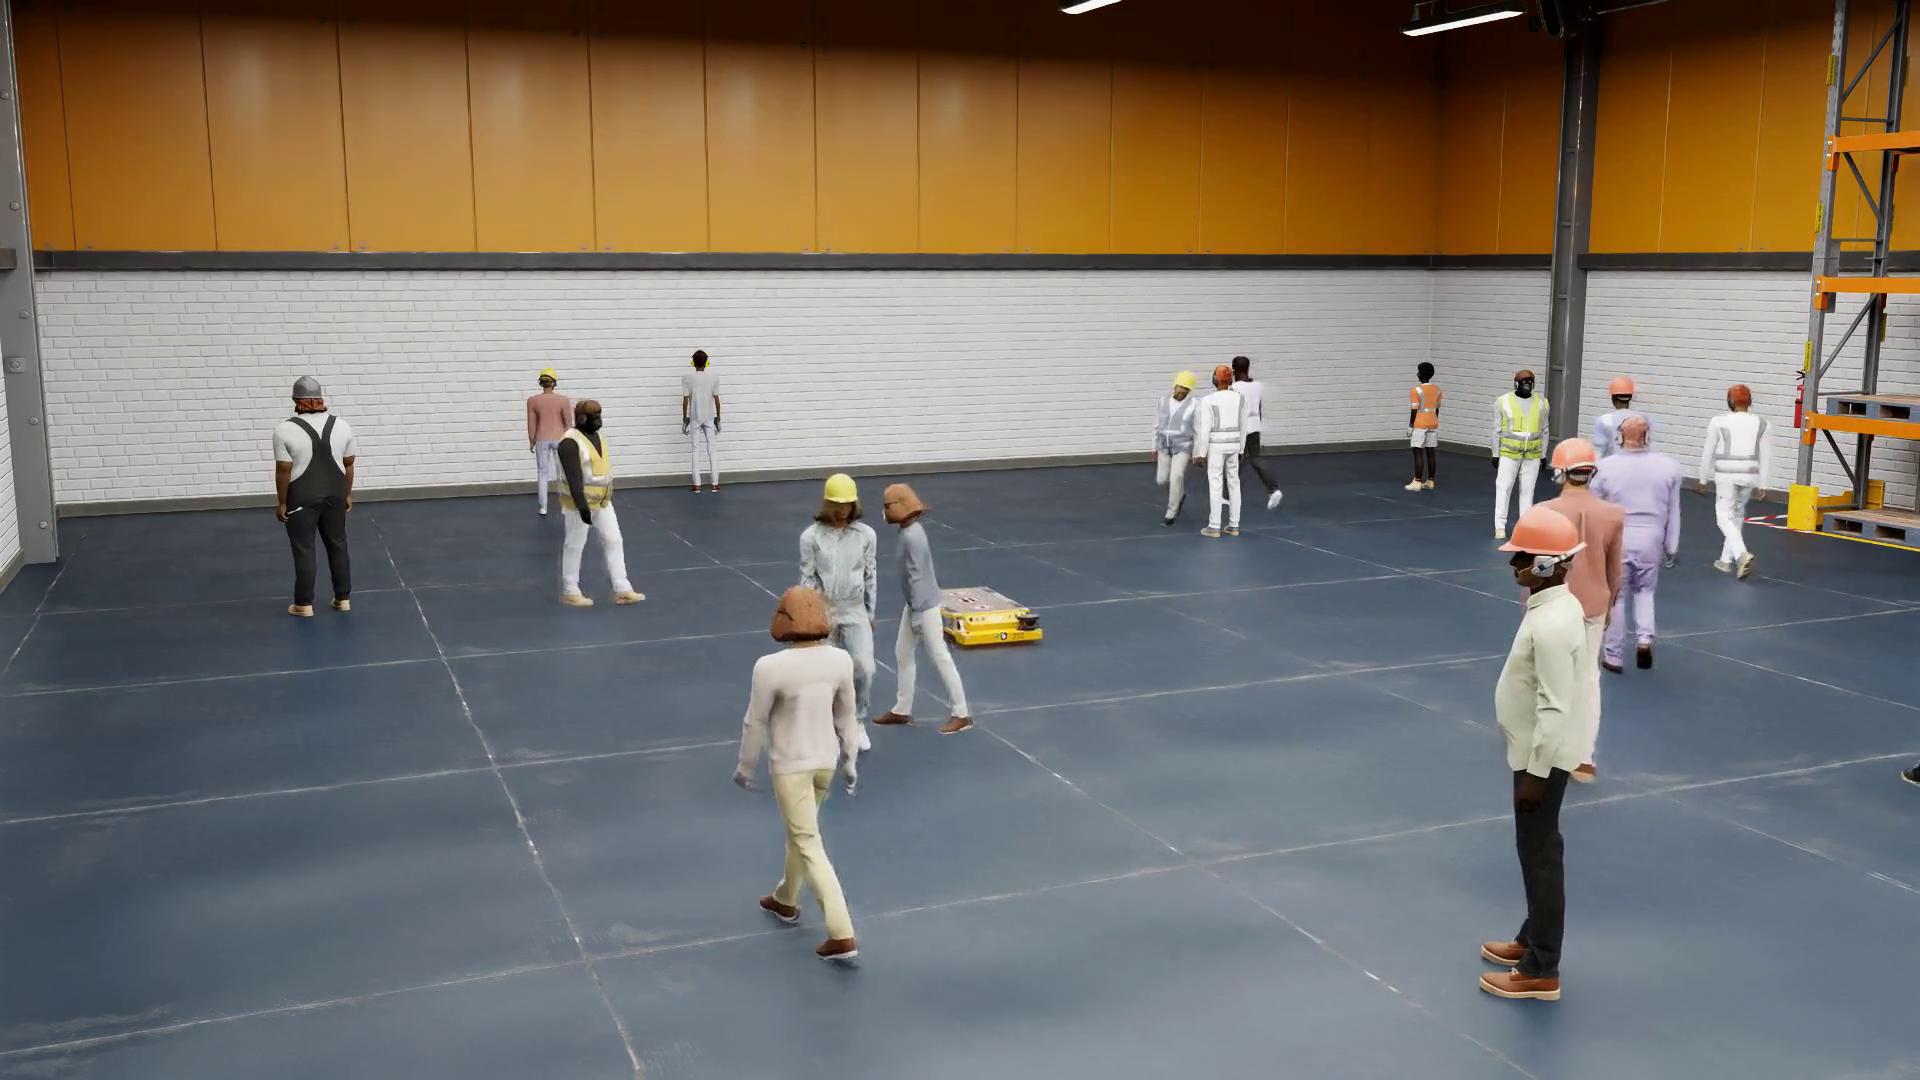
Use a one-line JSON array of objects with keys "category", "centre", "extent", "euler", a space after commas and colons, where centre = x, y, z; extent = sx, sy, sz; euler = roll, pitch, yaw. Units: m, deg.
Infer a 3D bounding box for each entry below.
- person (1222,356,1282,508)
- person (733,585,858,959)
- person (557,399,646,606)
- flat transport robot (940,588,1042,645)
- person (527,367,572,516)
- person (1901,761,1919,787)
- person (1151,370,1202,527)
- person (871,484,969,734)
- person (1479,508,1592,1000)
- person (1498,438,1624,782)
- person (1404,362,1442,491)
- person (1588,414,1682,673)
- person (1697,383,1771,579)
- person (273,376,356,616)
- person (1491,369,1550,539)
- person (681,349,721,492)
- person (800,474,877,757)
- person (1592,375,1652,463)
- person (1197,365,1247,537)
[{"category": "person", "centre": [3.547, -1.323, 20.383], "extent": [0.603, 1.879, 0.964], "euler": [-9, 13, -42]}, {"category": "person", "centre": [-0.676, 0.988, 7.228], "extent": [0.501, 1.591, 0.839], "euler": [-9, 13, -43]}, {"category": "person", "centre": [-3.120, -0.299, 14.360], "extent": [0.837, 1.811, 0.633], "euler": [4, 10, 23]}, {"category": "flat transport robot", "centre": [0.103, 0.597, 13.576], "extent": [0.652, 0.197, 1.431], "euler": [-3, 10, -19]}, {"category": "person", "centre": [-4.857, -1.163, 19.749], "extent": [0.523, 1.760, 0.325], "euler": [-1, 9, -5]}, {"category": "person", "centre": [5.616, 0.527, 9.011], "extent": [0.614, 1.927, 0.999], "euler": [-1, 9, -7]}, {"category": "person", "centre": [2.502, -1.052, 18.976], "extent": [0.604, 1.790, 0.621], "euler": [7, 12, 35]}, {"category": "person", "centre": [-0.241, 0.436, 10.602], "extent": [0.617, 1.585, 0.510], "euler": [-2, 9, -9]}, {"category": "person", "centre": [2.342, 0.861, 6.760], "extent": [0.384, 1.993, 0.622], "euler": [3, 10, 20]}, {"category": "person", "centre": [3.556, 0.371, 9.838], "extent": [0.652, 1.948, 0.996], "euler": [-1, 9, -3]}, {"category": "person", "centre": [6.111, -1.494, 21.935], "extent": [0.540, 1.696, 0.316], "euler": [-6, 11, -31]}, {"category": "person", "centre": [4.854, 0.033, 12.081], "extent": [0.672, 1.892, 0.419], "euler": [1, 9, 7]}, {"category": "person", "centre": [7.411, -0.561, 15.838], "extent": [0.580, 1.857, 0.877], "euler": [1, 9, 4]}, {"category": "person", "centre": [-5.518, -0.381, 14.153], "extent": [0.539, 2.000, 0.689], "euler": [9, 13, 44]}, {"category": "person", "centre": [6.076, -0.925, 18.047], "extent": [0.627, 1.847, 0.429], "euler": [0, 9, 1]}, {"category": "person", "centre": [-3.389, -1.555, 21.781], "extent": [0.515, 1.872, 0.333], "euler": [-2, 10, -12]}, {"category": "person", "centre": [-0.724, 0.459, 10.015], "extent": [0.487, 1.733, 0.387], "euler": [-2, 10, -15]}, {"category": "person", "centre": [6.345, -0.619, 15.961], "extent": [0.555, 1.923, 0.723], "euler": [1, 9, 7]}, {"category": "person", "centre": [2.870, -0.971, 18.206], "extent": [0.572, 1.883, 0.355], "euler": [-4, 10, -21]}]
